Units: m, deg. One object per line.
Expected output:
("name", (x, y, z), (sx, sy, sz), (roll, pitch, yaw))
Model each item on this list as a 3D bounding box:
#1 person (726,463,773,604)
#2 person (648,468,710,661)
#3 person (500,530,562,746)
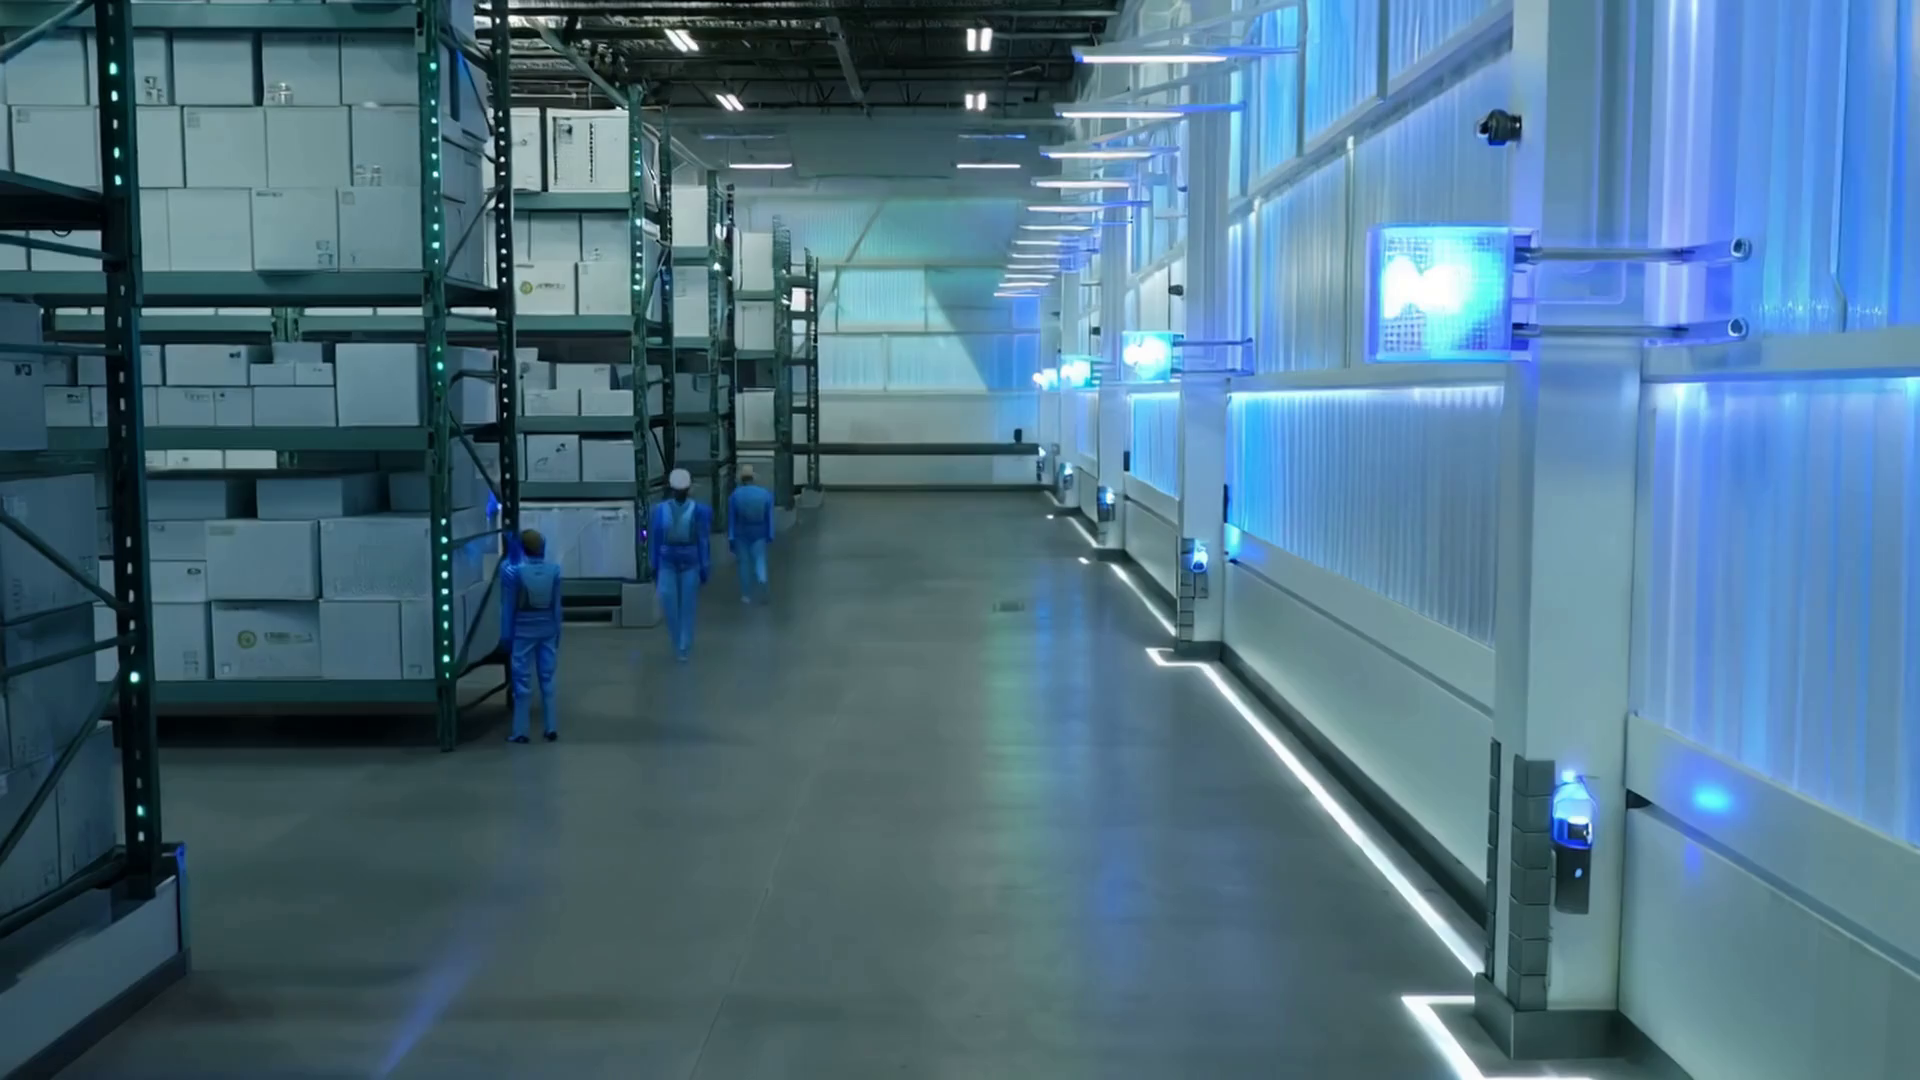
("person", (-2.628, -0.064, 20.860), (0.616, 1.803, 0.608), (-2, 5, -22))
("person", (-2.798, 0.235, 16.649), (0.627, 1.927, 0.535), (0, 5, 4))
("person", (-3.221, 0.735, 12.548), (0.316, 1.631, 0.519), (5, 7, 43))
